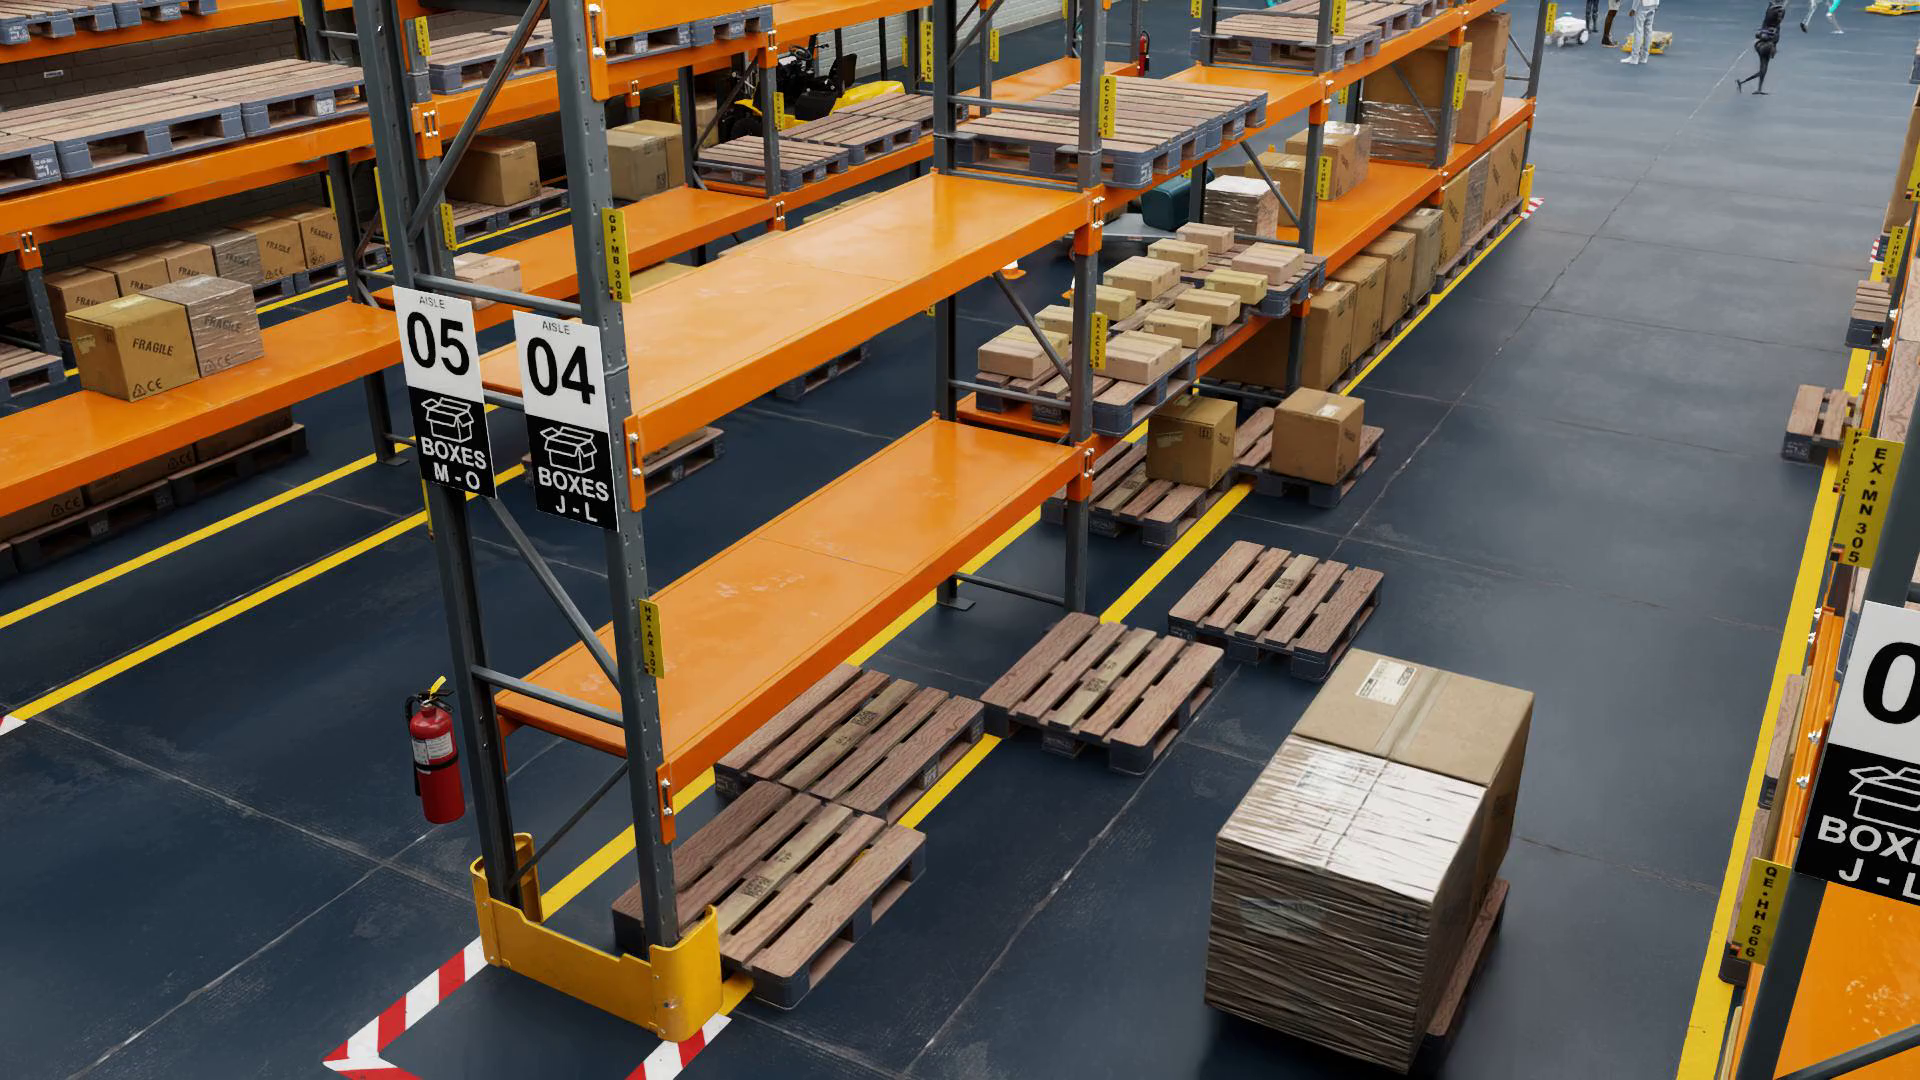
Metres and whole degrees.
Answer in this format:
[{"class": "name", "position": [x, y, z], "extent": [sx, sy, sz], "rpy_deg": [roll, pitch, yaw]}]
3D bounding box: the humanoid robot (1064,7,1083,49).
[{"class": "humanoid robot", "position": [2.057, -8.769, 27.899], "extent": [0.873, 1.769, 0.532], "rpy_deg": [-11, 28, -21]}]

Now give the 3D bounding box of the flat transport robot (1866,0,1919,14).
[{"class": "flat transport robot", "position": [19.346, -10.944, 34.083], "extent": [1.431, 0.231, 0.659], "rpy_deg": [-13, 28, -24]}]

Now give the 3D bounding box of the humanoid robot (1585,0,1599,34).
[{"class": "humanoid robot", "position": [11.975, -10.436, 31.402], "extent": [0.590, 1.654, 0.323], "rpy_deg": [-20, 32, -35]}]

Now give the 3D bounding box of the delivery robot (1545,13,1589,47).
[{"class": "delivery robot", "position": [11.070, -9.325, 30.371], "extent": [0.757, 0.580, 0.499], "rpy_deg": [-16, 30, -29]}]

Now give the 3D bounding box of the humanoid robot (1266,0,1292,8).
[{"class": "humanoid robot", "position": [6.053, -10.519, 31.571], "extent": [1.014, 1.776, 0.531], "rpy_deg": [13, 28, 24]}]

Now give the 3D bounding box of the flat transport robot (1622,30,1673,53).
[{"class": "flat transport robot", "position": [12.439, -9.011, 30.065], "extent": [0.659, 0.231, 1.431], "rpy_deg": [14, 29, 26]}]

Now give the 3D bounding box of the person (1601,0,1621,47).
[{"class": "person", "position": [11.873, -9.928, 30.016], "extent": [0.361, 1.963, 0.612], "rpy_deg": [9, 27, 19]}]

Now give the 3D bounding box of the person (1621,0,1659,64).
[{"class": "person", "position": [11.710, -9.125, 28.404], "extent": [0.590, 1.919, 0.393], "rpy_deg": [-13, 29, -25]}]

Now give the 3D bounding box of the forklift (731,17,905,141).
[{"class": "forklift", "position": [-1.819, -5.975, 21.543], "extent": [2.313, 2.155, 1.214], "rpy_deg": [14, 29, 26]}]

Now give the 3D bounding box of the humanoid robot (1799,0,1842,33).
[{"class": "humanoid robot", "position": [16.370, -10.407, 31.330], "extent": [1.003, 1.777, 0.531], "rpy_deg": [-1, 26, -3]}]

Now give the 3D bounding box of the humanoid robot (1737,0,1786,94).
[{"class": "humanoid robot", "position": [12.469, -7.759, 25.861], "extent": [0.561, 1.640, 0.613], "rpy_deg": [1, 26, 2]}]
